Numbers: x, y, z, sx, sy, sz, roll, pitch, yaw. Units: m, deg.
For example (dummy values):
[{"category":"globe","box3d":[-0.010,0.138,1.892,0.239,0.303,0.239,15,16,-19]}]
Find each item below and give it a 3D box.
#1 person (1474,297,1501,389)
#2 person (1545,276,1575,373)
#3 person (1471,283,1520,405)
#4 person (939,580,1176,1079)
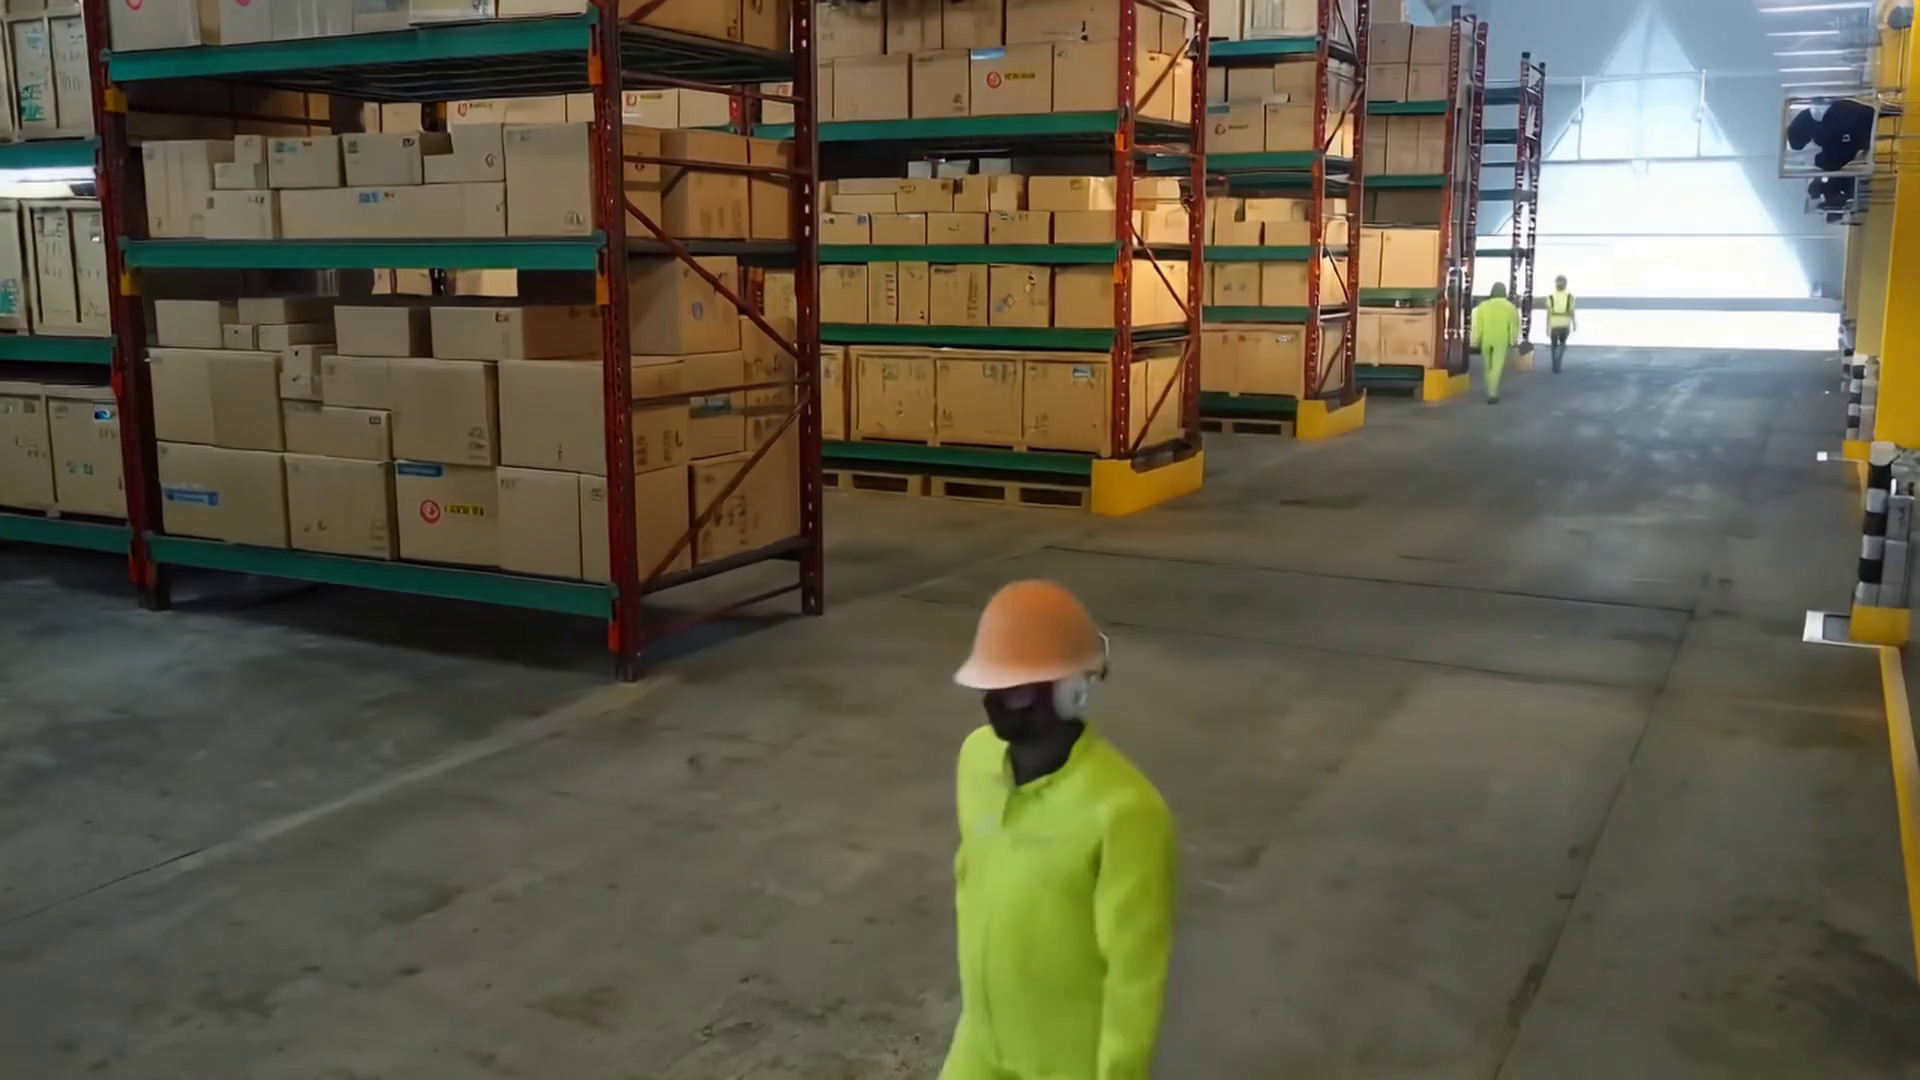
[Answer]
[{"category":"person","box3d":[9.155,-3.422,28.723,0.518,1.614,0.673,-6,11,-30]},{"category":"person","box3d":[11.712,-4.213,32.512,0.563,1.903,0.973,5,11,27]},{"category":"person","box3d":[8.322,-3.048,25.834,0.687,1.871,1.063,6,11,31]},{"category":"person","box3d":[0.117,0.934,3.116,0.454,1.737,0.588,-8,13,-38]}]
